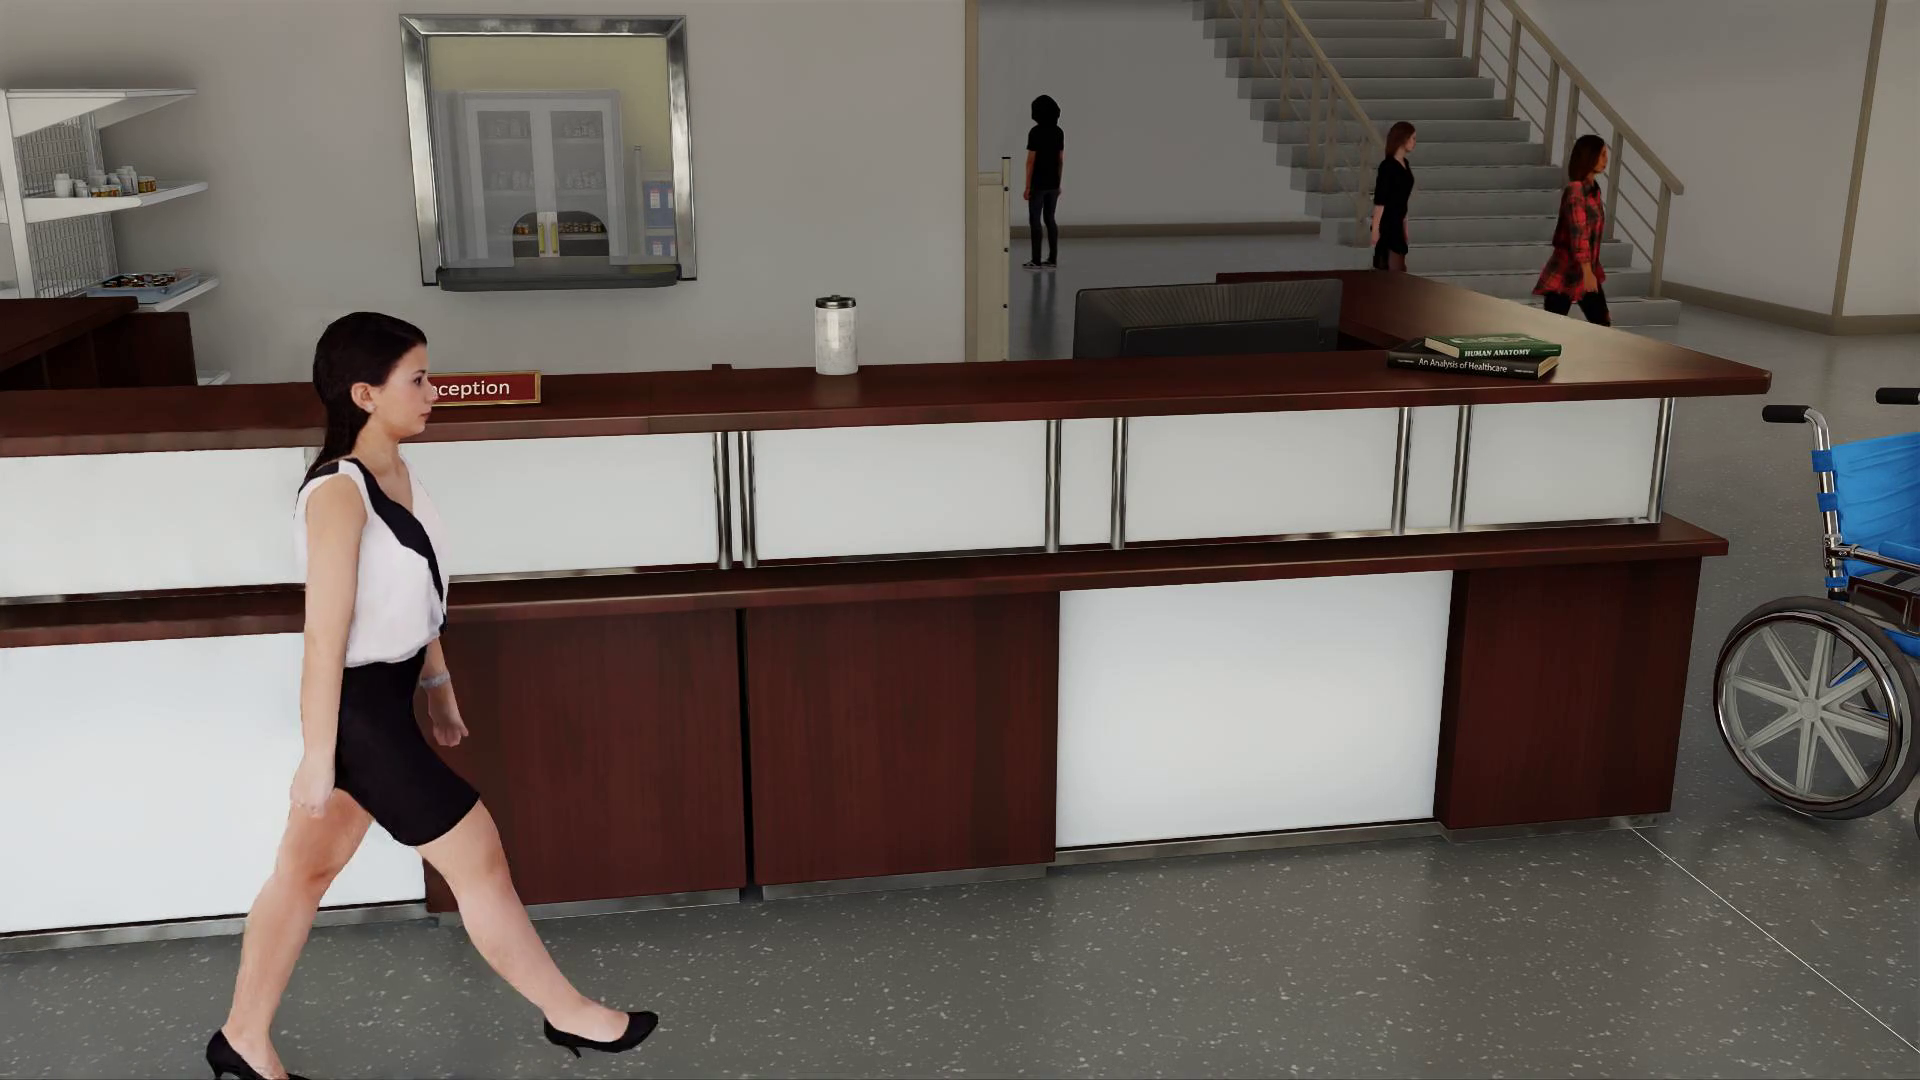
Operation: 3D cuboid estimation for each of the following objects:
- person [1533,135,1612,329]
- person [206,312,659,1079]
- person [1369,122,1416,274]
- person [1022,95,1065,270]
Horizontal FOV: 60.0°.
[{"bbox_3d":[3.709,-1.630,10.299,1.018,1.679,0.932,13,20,38],"label":"person"},{"bbox_3d":[-1.228,0.407,3.239,0.631,1.590,1.050,-2,16,-8],"label":"person"},{"bbox_3d":[3.283,-2.411,13.067,0.775,1.681,0.721,13,20,38],"label":"person"},{"bbox_3d":[0.909,-3.835,17.870,0.710,1.802,0.695,-12,20,-37],"label":"person"}]
